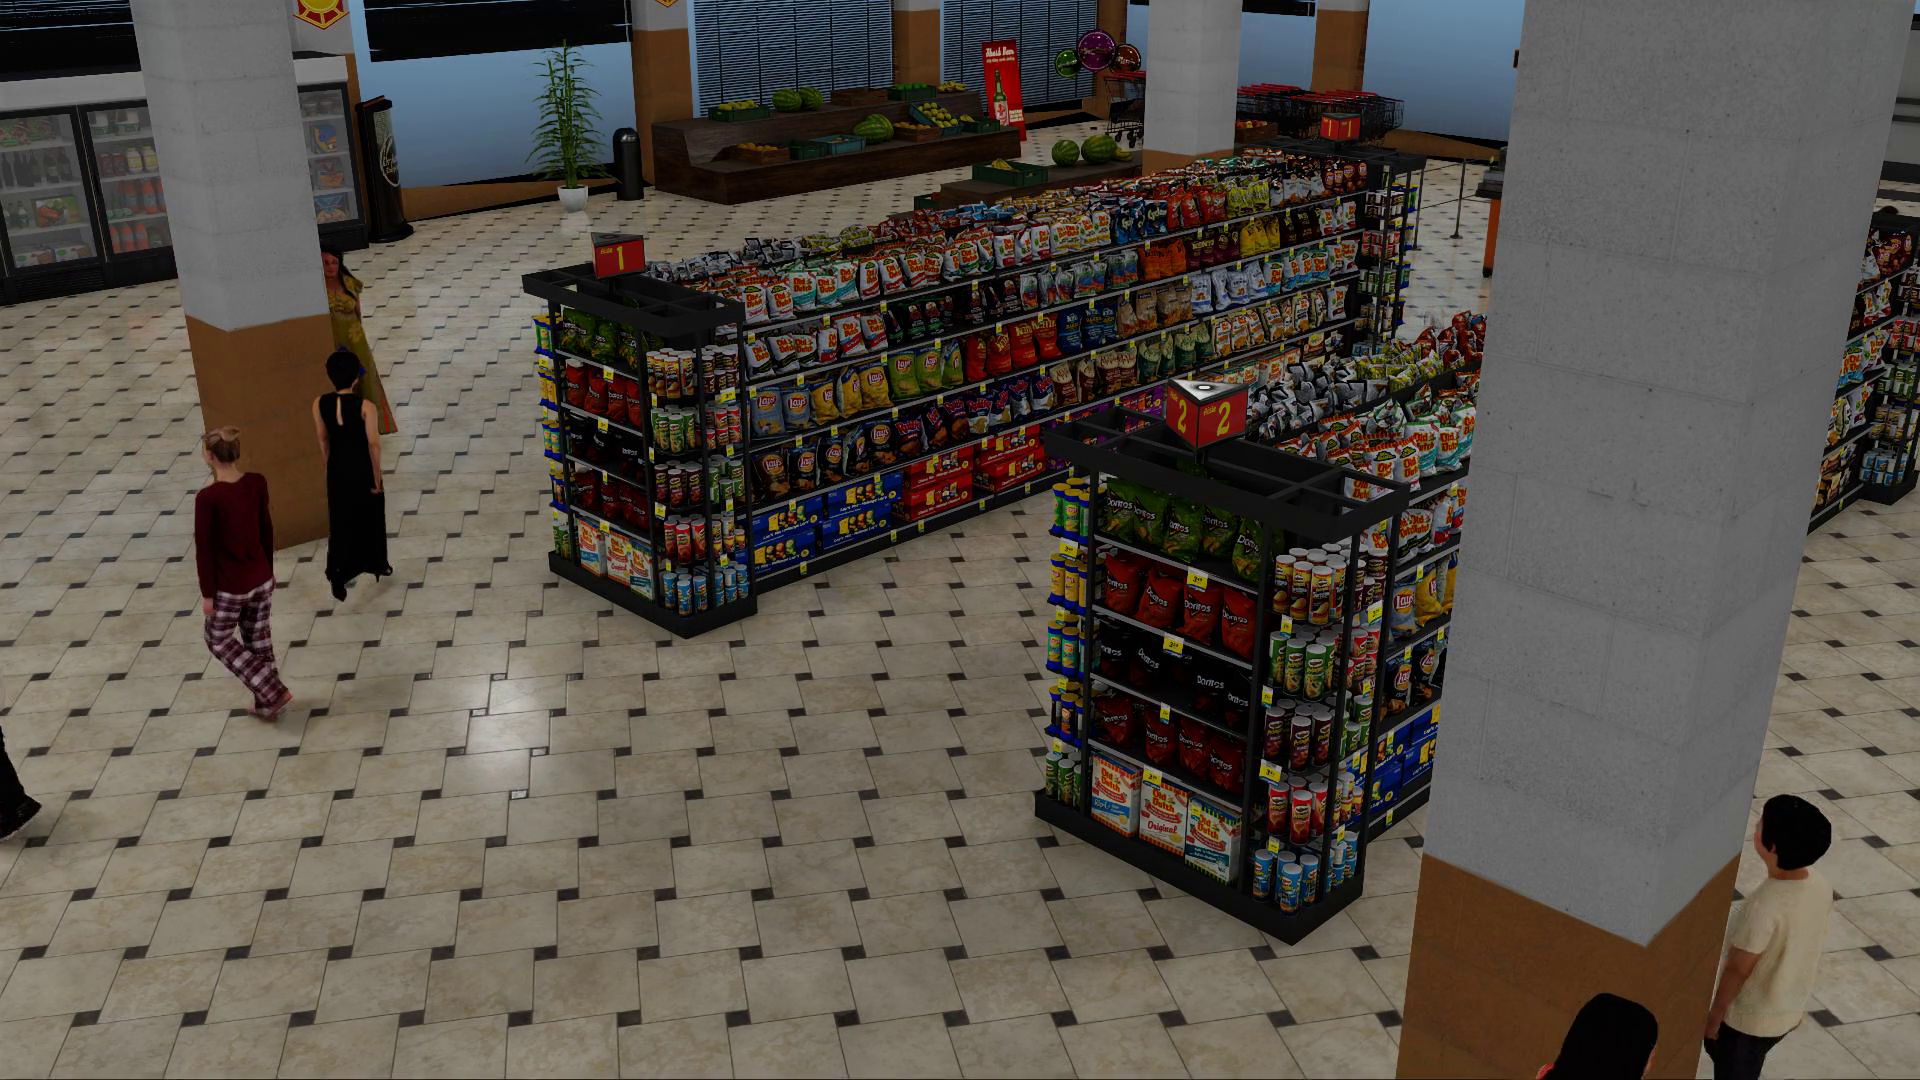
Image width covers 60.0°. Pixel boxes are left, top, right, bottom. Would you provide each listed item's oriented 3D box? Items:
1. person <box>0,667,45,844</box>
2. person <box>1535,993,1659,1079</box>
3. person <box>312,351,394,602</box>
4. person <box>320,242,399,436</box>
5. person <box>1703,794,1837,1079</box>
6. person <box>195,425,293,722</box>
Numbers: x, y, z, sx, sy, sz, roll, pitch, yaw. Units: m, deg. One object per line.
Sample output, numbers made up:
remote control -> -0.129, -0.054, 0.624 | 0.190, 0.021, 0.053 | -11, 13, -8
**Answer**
person -> -4.565, 0.745, 7.813 | 0.701, 1.442, 0.678 | -9, 24, -21
person -> 1.499, 1.963, 4.447 | 0.958, 1.691, 0.891 | -1, 22, -2
person -> -3.836, -0.368, 10.405 | 0.964, 1.574, 1.013 | 0, 22, 0
person -> -5.009, -1.558, 13.306 | 1.168, 1.619, 0.866 | -16, 27, -34
person -> 2.702, 1.597, 5.509 | 0.514, 1.577, 0.672 | -17, 27, -36
person -> -3.748, 0.225, 8.777 | 0.805, 1.688, 0.719 | 11, 24, 25
